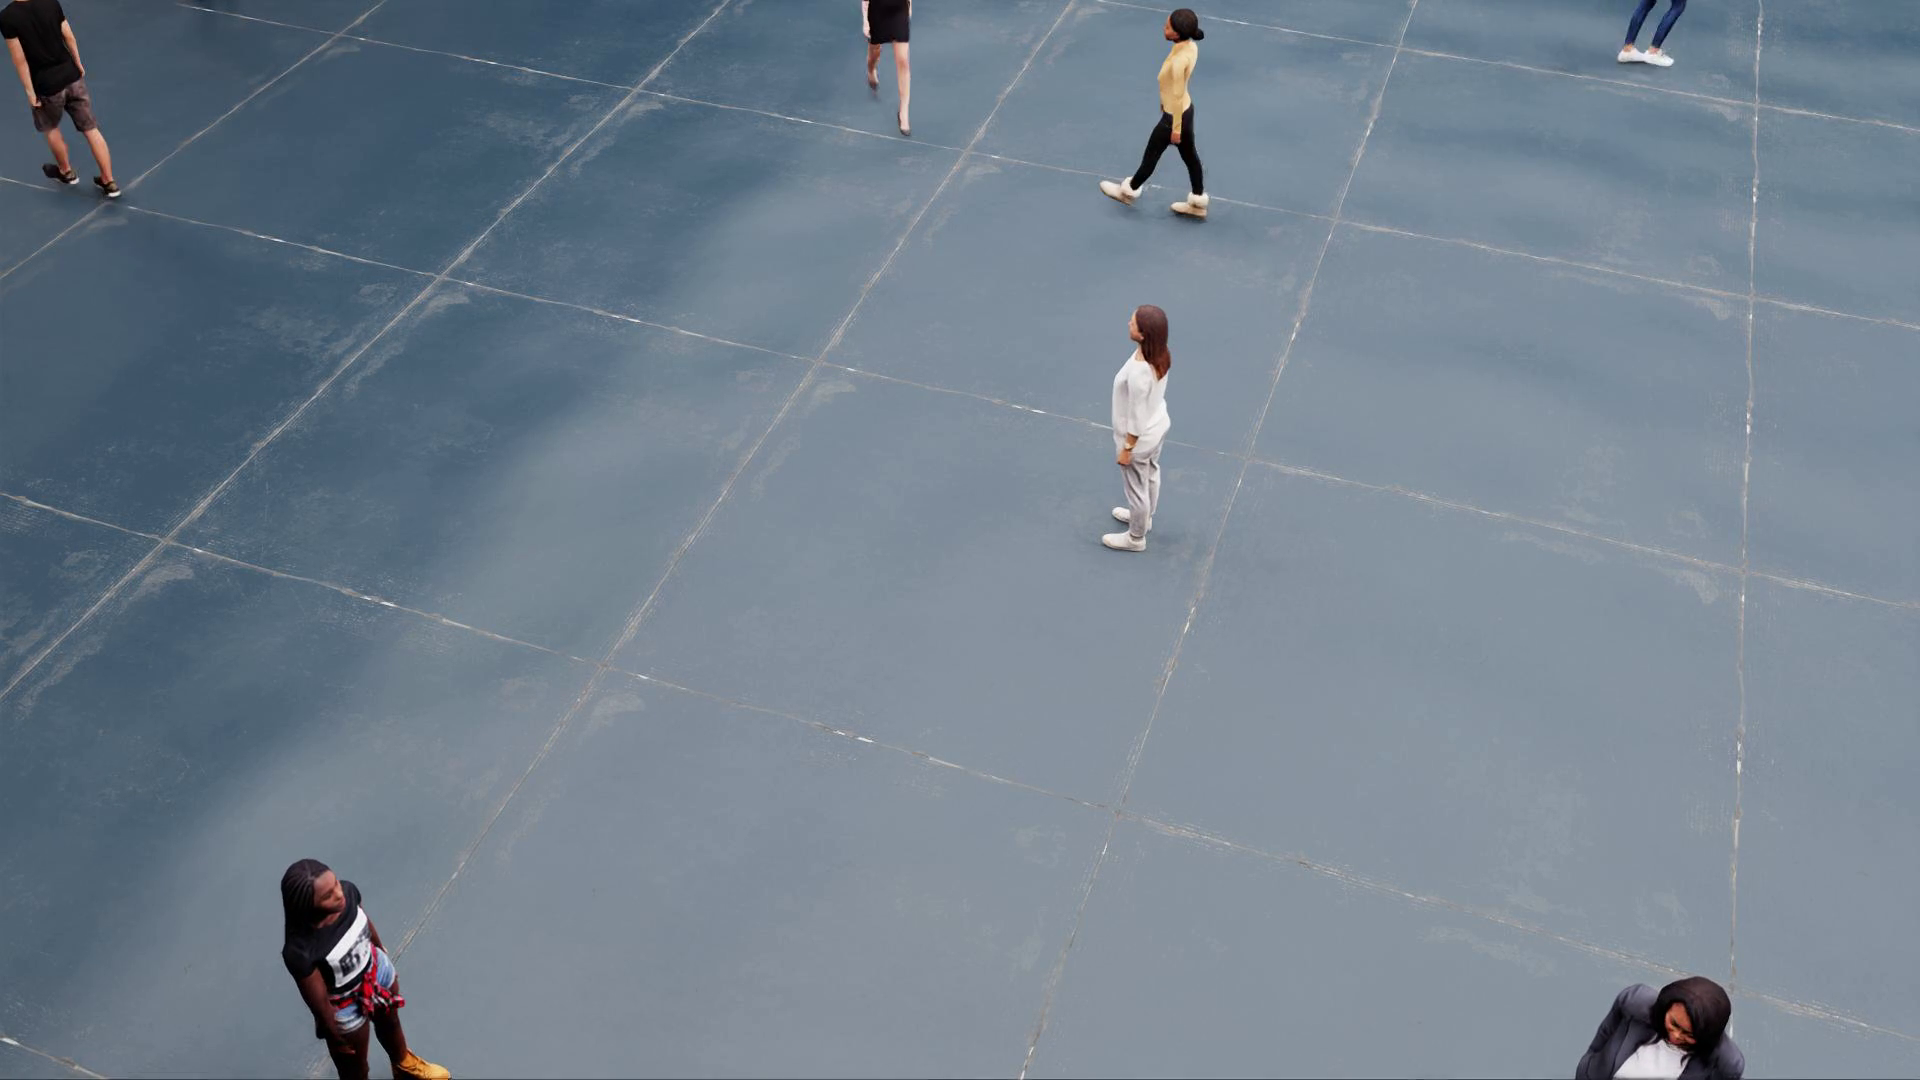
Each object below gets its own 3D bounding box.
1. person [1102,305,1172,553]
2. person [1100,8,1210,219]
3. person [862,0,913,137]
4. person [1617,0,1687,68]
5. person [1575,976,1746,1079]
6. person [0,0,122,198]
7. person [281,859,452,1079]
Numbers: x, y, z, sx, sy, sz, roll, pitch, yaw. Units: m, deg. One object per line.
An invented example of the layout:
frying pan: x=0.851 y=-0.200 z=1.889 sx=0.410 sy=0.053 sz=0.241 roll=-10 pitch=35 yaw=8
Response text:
person: x=1.042 y=-0.634 z=9.514 sx=0.535 sy=1.688 sz=0.593 roll=16 pitch=45 yaw=16
person: x=1.667 y=-3.080 z=12.183 sx=1.049 sy=1.621 sz=0.633 roll=15 pitch=45 yaw=16
person: x=-0.607 y=-4.170 z=13.242 sx=1.121 sy=1.768 sz=1.064 roll=-10 pitch=44 yaw=-10
person: x=5.841 y=-4.823 z=13.945 sx=0.777 sy=1.763 sz=0.725 roll=-3 pitch=43 yaw=-3
person: x=2.659 y=2.211 z=6.528 sx=0.712 sy=1.605 sz=0.819 roll=29 pitch=50 yaw=28
person: x=-6.665 y=-3.373 z=12.336 sx=1.038 sy=1.840 sz=0.861 roll=27 pitch=49 yaw=26
person: x=-2.492 y=1.867 z=6.806 sx=0.606 sy=1.728 sz=0.608 roll=10 pitch=44 yaw=10
